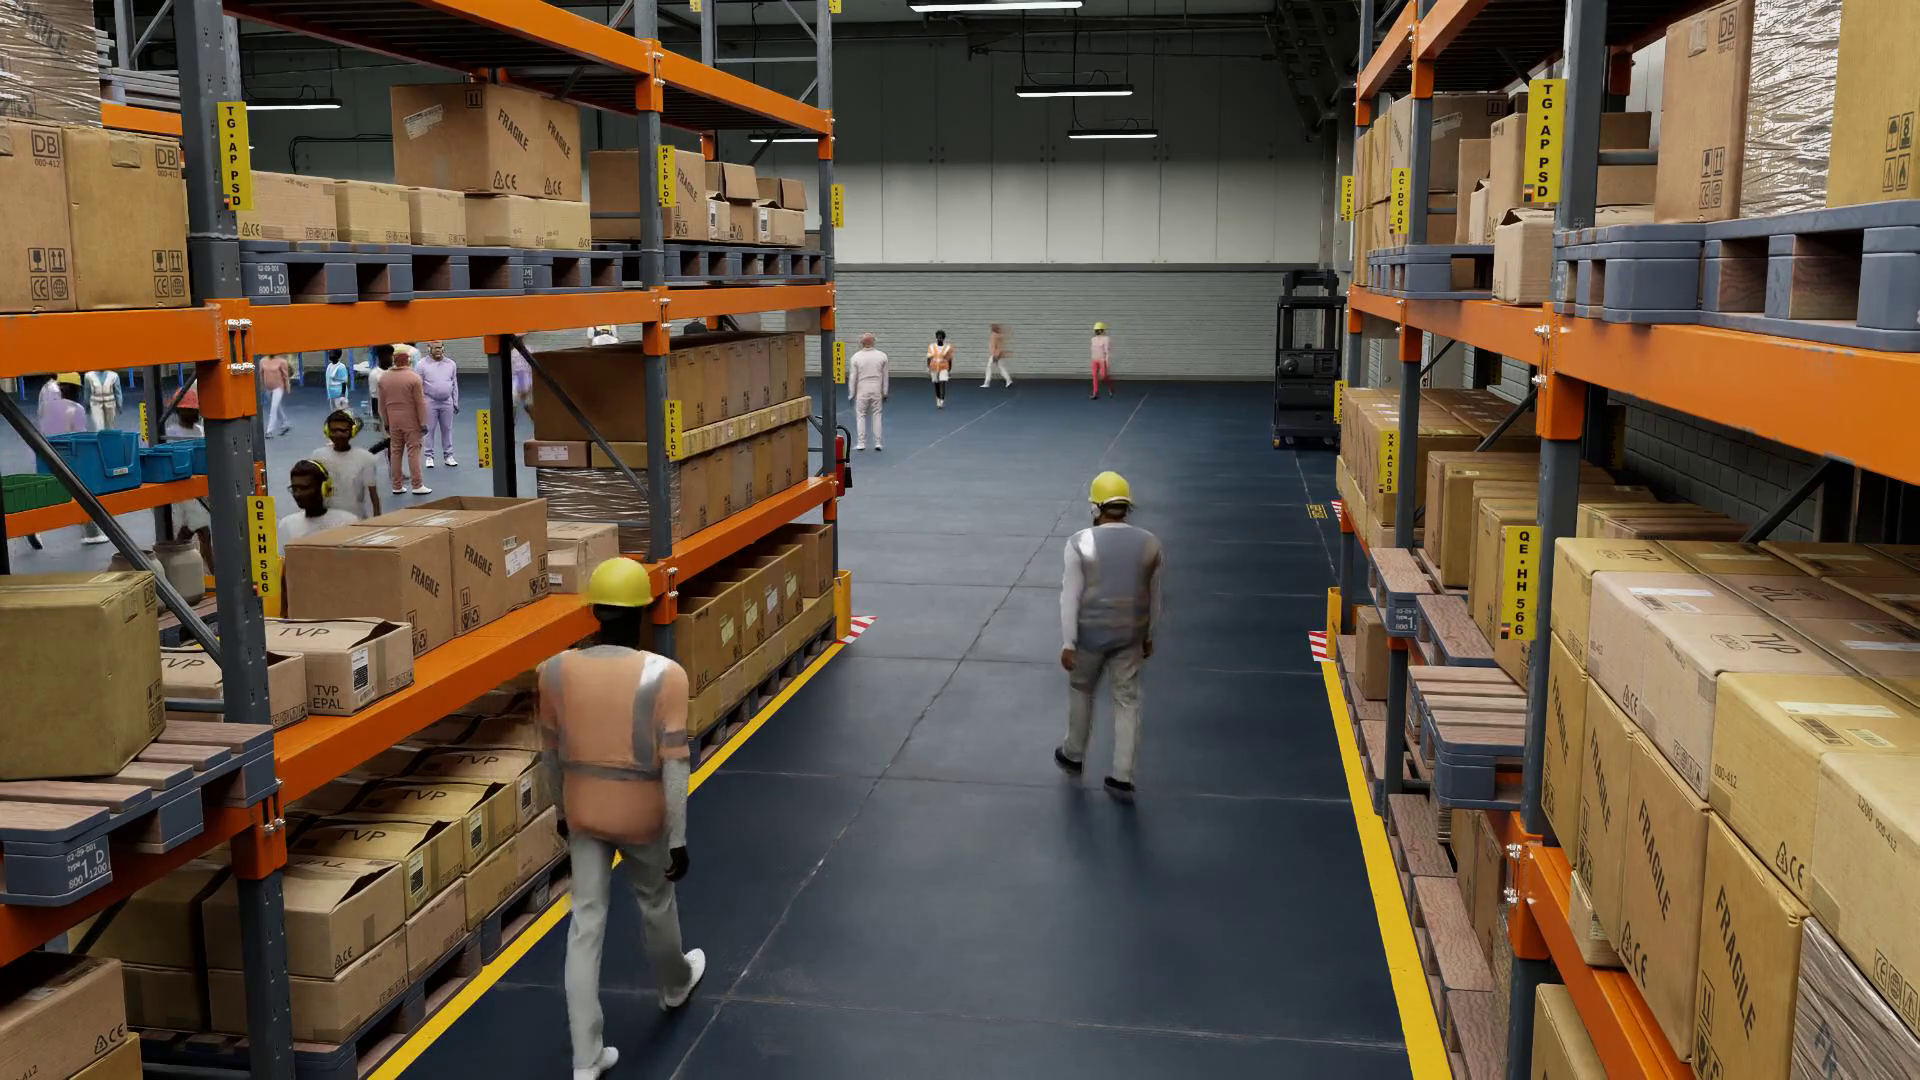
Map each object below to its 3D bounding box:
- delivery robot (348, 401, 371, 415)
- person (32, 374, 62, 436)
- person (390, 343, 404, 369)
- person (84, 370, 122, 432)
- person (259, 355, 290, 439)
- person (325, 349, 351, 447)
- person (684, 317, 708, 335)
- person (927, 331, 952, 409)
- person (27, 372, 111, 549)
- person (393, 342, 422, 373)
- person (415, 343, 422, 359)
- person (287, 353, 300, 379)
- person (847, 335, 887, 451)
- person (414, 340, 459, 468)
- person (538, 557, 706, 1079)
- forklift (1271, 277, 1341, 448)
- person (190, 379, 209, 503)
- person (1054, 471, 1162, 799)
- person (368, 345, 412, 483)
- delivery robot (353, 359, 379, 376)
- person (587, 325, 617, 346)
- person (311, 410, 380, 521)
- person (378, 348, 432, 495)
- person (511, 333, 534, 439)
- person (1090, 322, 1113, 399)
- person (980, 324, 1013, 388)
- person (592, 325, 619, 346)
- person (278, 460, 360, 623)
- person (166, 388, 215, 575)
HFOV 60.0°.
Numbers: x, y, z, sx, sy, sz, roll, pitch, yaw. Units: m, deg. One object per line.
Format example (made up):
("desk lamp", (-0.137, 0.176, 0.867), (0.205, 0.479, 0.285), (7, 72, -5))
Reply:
("delivery robot", (-10.851, -2.411, 30.302), (0.698, 0.223, 0.335), (0, 9, -2))
("person", (-11.122, -1.335, 20.549), (0.745, 1.889, 0.585), (-4, 10, -25))
("person", (-10.729, -3.161, 32.019), (0.733, 1.812, 0.461), (8, 12, 41))
("person", (-13.443, -2.094, 26.112), (0.527, 1.574, 0.932), (-6, 11, -31))
("person", (-12.067, -2.671, 29.322), (0.533, 1.709, 0.924), (1, 9, 9))
("person", (-10.317, -2.379, 27.539), (0.540, 1.700, 0.316), (9, 13, 43))
("person", (-6.335, -4.557, 40.062), (0.609, 1.996, 0.379), (1, 9, 4))
("person", (-0.431, -3.631, 35.429), (0.519, 1.650, 0.912), (2, 9, 12))
("person", (-9.494, -0.850, 17.564), (0.599, 1.888, 0.876), (4, 10, 22))
("person", (-9.776, -2.774, 29.590), (0.724, 1.825, 0.437), (6, 11, 32))
("person", (-13.845, -4.852, 42.167), (0.854, 1.904, 0.655), (2, 9, 12))
("person", (-17.883, -5.129, 44.747), (0.380, 1.605, 0.528), (2, 9, 13))
("person", (-1.508, -2.378, 27.100), (0.679, 1.913, 0.402), (-3, 10, -20))
("person", (-7.802, -2.050, 24.875), (0.641, 1.908, 0.409), (-7, 11, -36))
("person", (-1.254, 0.990, 6.204), (0.613, 1.871, 0.974), (2, 9, 11))
("forklift", (5.847, -3.016, 27.970), (1.129, 2.768, 1.873), (1, 9, 9))
("person", (-9.291, -1.403, 20.757), (0.387, 1.948, 0.605), (6, 11, 35))
("person", (0.803, 0.504, 9.423), (0.625, 1.802, 0.826), (-3, 10, -16))
("person", (-8.022, -1.757, 22.989), (0.797, 1.941, 0.603), (0, 9, 1))
("delivery robot", (-15.973, -4.624, 44.750), (0.707, 0.478, 0.477), (0, 9, 3))
("person", (-8.455, -4.442, 39.344), (0.703, 2.000, 0.742), (-2, 9, -14))
("person", (-4.783, -0.079, 12.898), (0.574, 1.843, 0.710), (-1, 9, -6))
("person", (-7.254, -1.551, 21.779), (0.651, 1.913, 0.410), (2, 9, 14))
("person", (-7.474, -2.581, 27.865), (1.041, 1.987, 0.625), (-1, 9, -6))
("person", (3.233, -4.111, 38.063), (0.534, 1.746, 0.588), (8, 12, 41))
("person", (0.941, -4.597, 41.508), (0.813, 1.608, 0.529), (4, 10, 22))
("person", (-7.689, -3.851, 36.294), (0.613, 1.800, 0.784), (-1, 9, -5))
("person", (-3.662, 0.457, 9.567), (0.542, 1.856, 0.402), (1, 9, 7))
("person", (-6.915, -0.432, 14.968), (0.977, 1.890, 0.558), (2, 9, 14))
